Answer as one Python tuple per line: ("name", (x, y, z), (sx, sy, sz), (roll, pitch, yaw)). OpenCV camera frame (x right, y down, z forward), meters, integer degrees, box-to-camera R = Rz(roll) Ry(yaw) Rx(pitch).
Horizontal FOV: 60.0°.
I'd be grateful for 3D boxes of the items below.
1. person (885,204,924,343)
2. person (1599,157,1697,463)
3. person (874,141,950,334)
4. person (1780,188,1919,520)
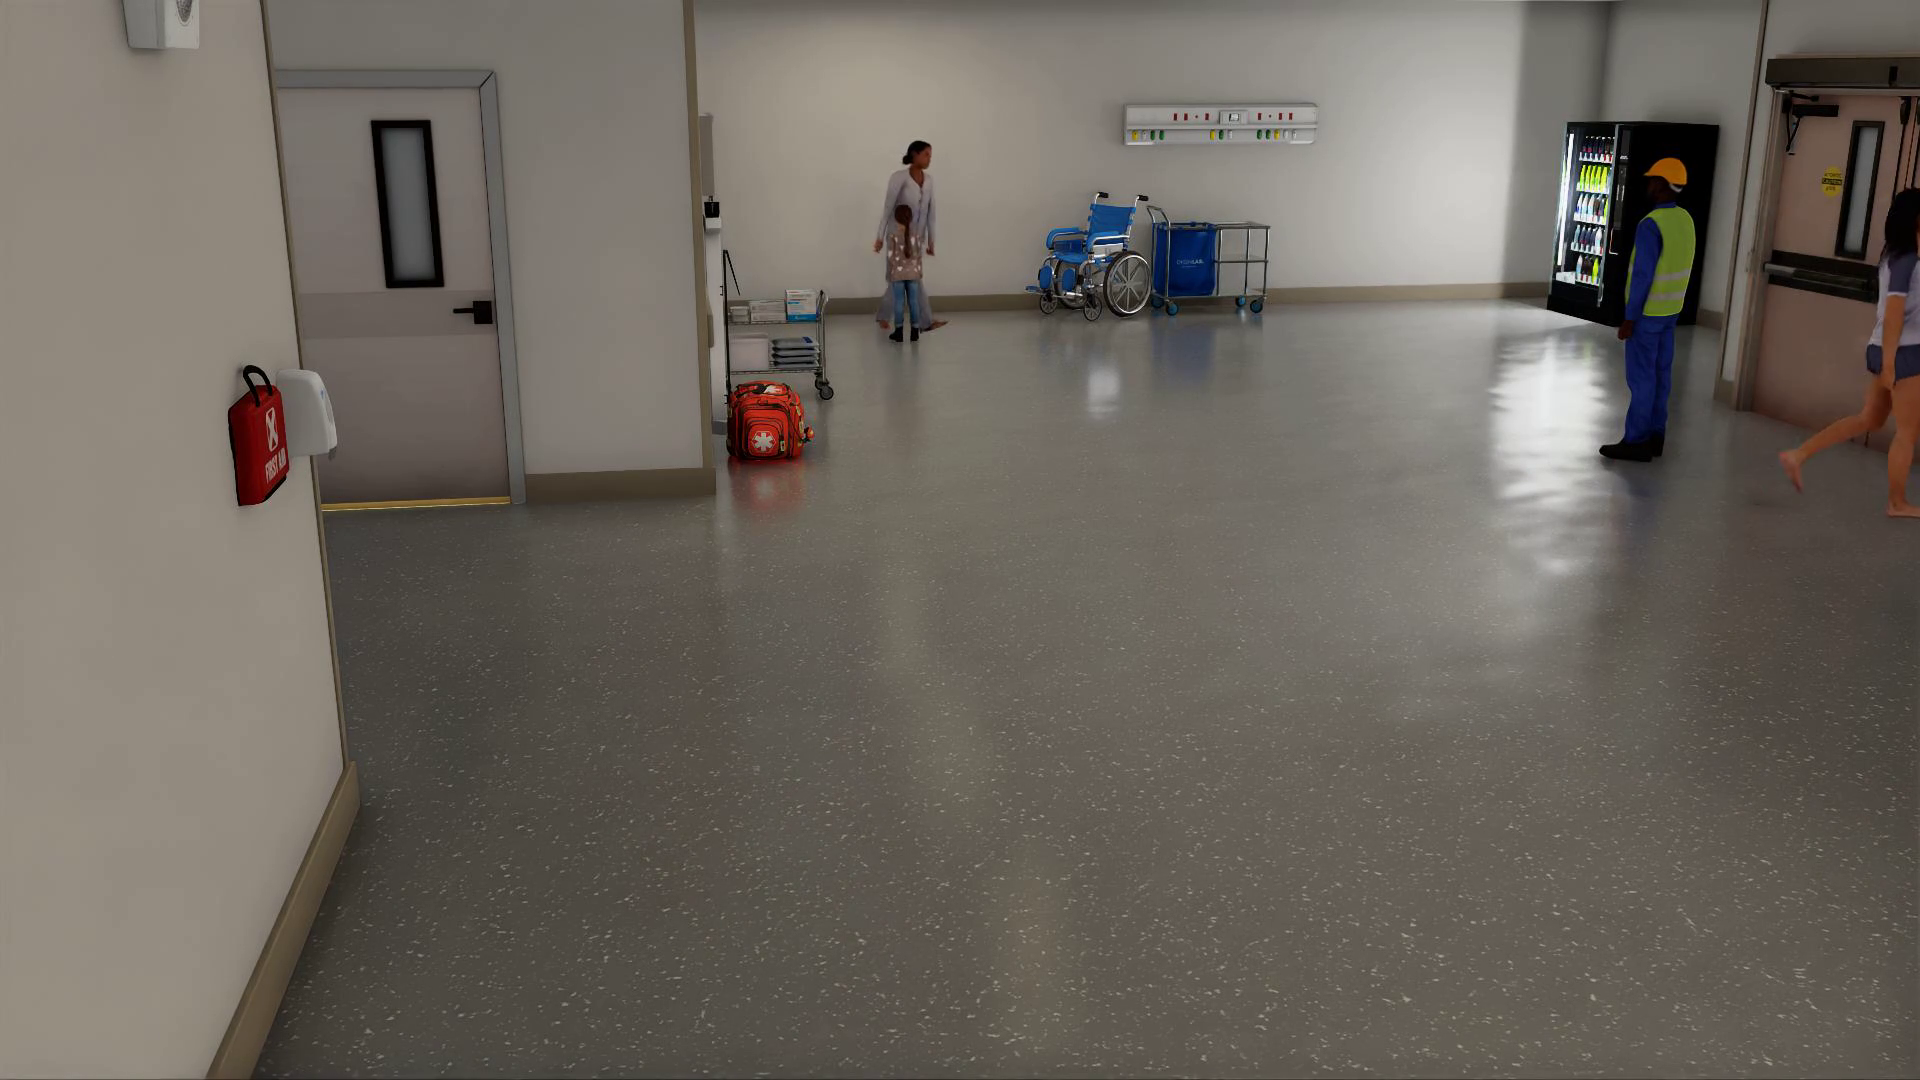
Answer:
("person", (-0.485, -2.345, 14.597), (0.501, 1.192, 0.486), (-4, 16, -15))
("person", (4.201, -1.397, 10.088), (0.756, 1.814, 0.767), (-13, 21, -39))
("person", (-0.545, -2.694, 14.942), (1.076, 1.677, 1.235), (-11, 19, -35))
("person", (4.808, -0.962, 8.732), (1.015, 1.714, 1.025), (8, 18, 26))
